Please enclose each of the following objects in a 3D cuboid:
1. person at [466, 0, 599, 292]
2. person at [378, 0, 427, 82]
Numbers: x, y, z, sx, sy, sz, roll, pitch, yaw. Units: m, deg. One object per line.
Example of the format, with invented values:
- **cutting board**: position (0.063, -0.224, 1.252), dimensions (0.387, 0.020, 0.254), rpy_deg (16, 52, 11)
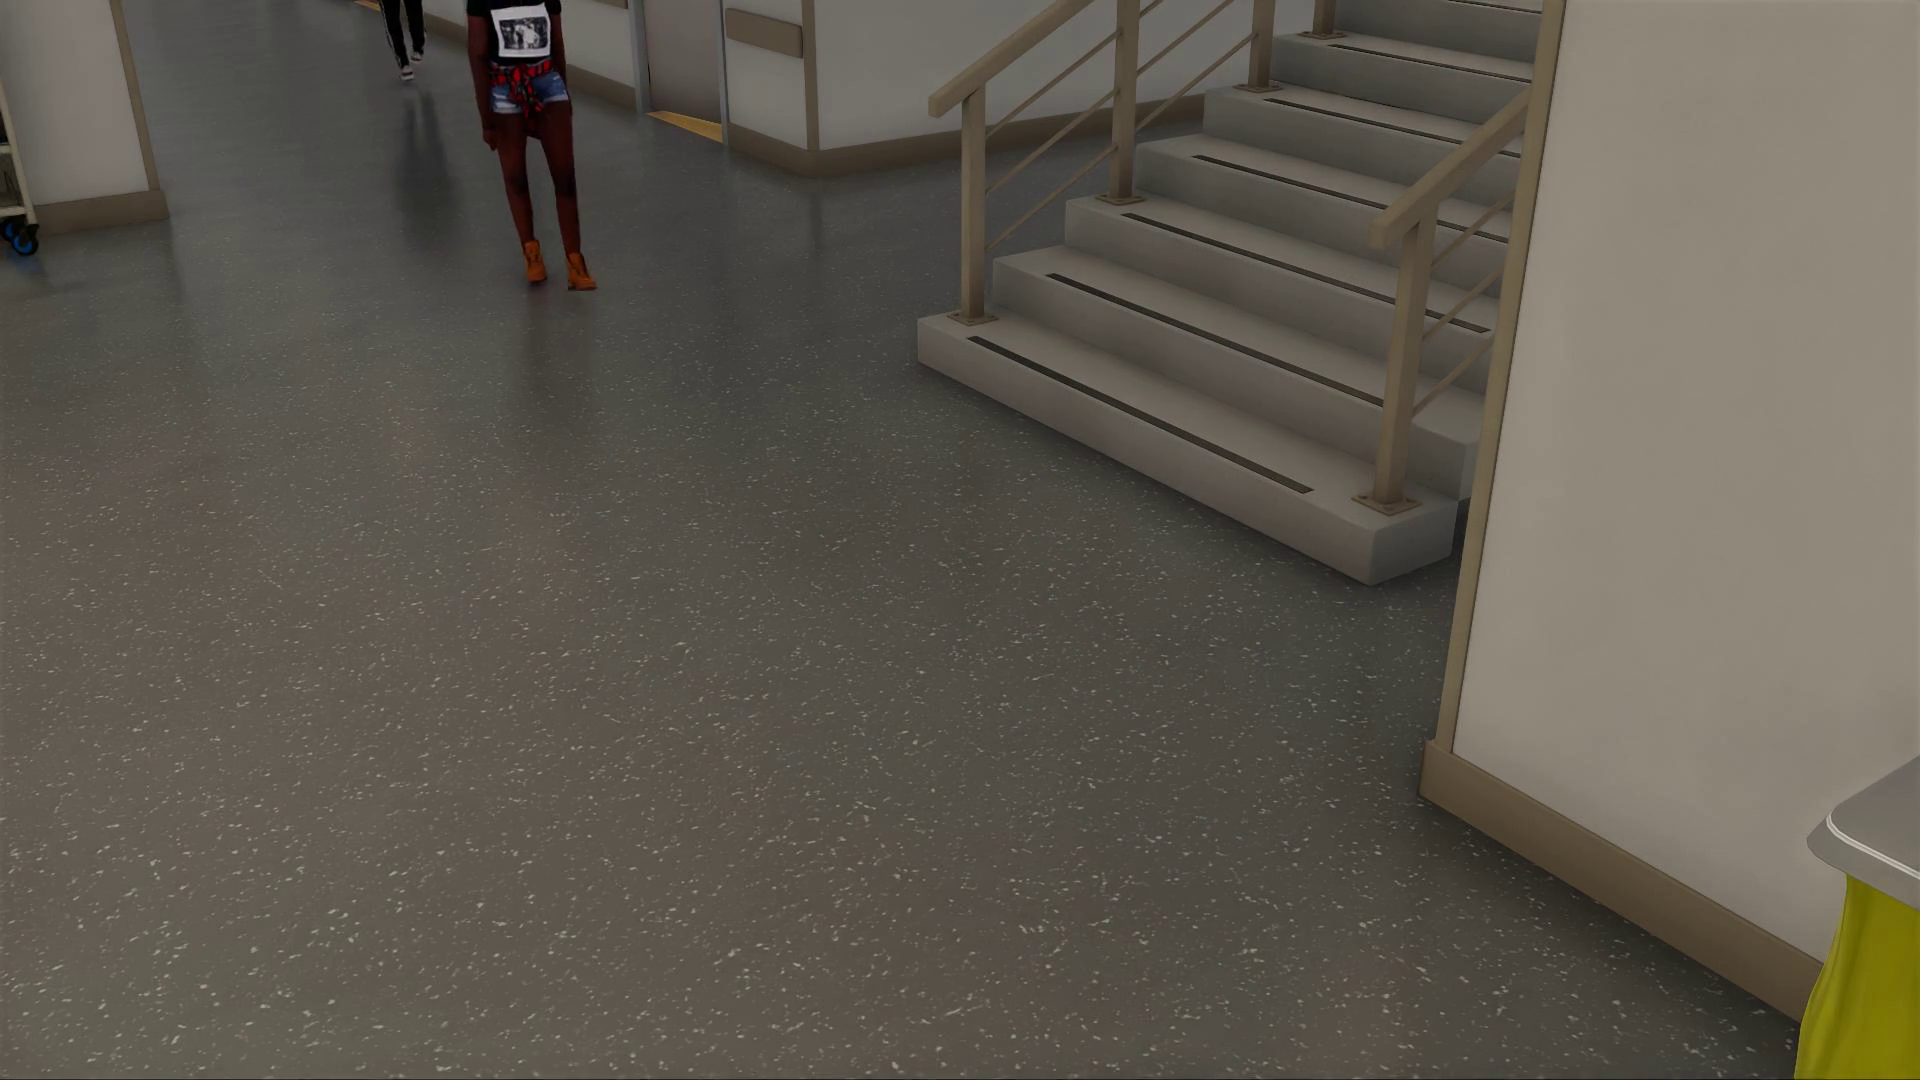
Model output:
- **person**: position (-2.090, -2.055, 7.948), dimensions (0.949, 1.700, 0.784), rpy_deg (-11, 28, -22)
- **person**: position (-4.354, -4.434, 12.777), dimensions (1.139, 1.790, 0.910), rpy_deg (-10, 27, -19)
